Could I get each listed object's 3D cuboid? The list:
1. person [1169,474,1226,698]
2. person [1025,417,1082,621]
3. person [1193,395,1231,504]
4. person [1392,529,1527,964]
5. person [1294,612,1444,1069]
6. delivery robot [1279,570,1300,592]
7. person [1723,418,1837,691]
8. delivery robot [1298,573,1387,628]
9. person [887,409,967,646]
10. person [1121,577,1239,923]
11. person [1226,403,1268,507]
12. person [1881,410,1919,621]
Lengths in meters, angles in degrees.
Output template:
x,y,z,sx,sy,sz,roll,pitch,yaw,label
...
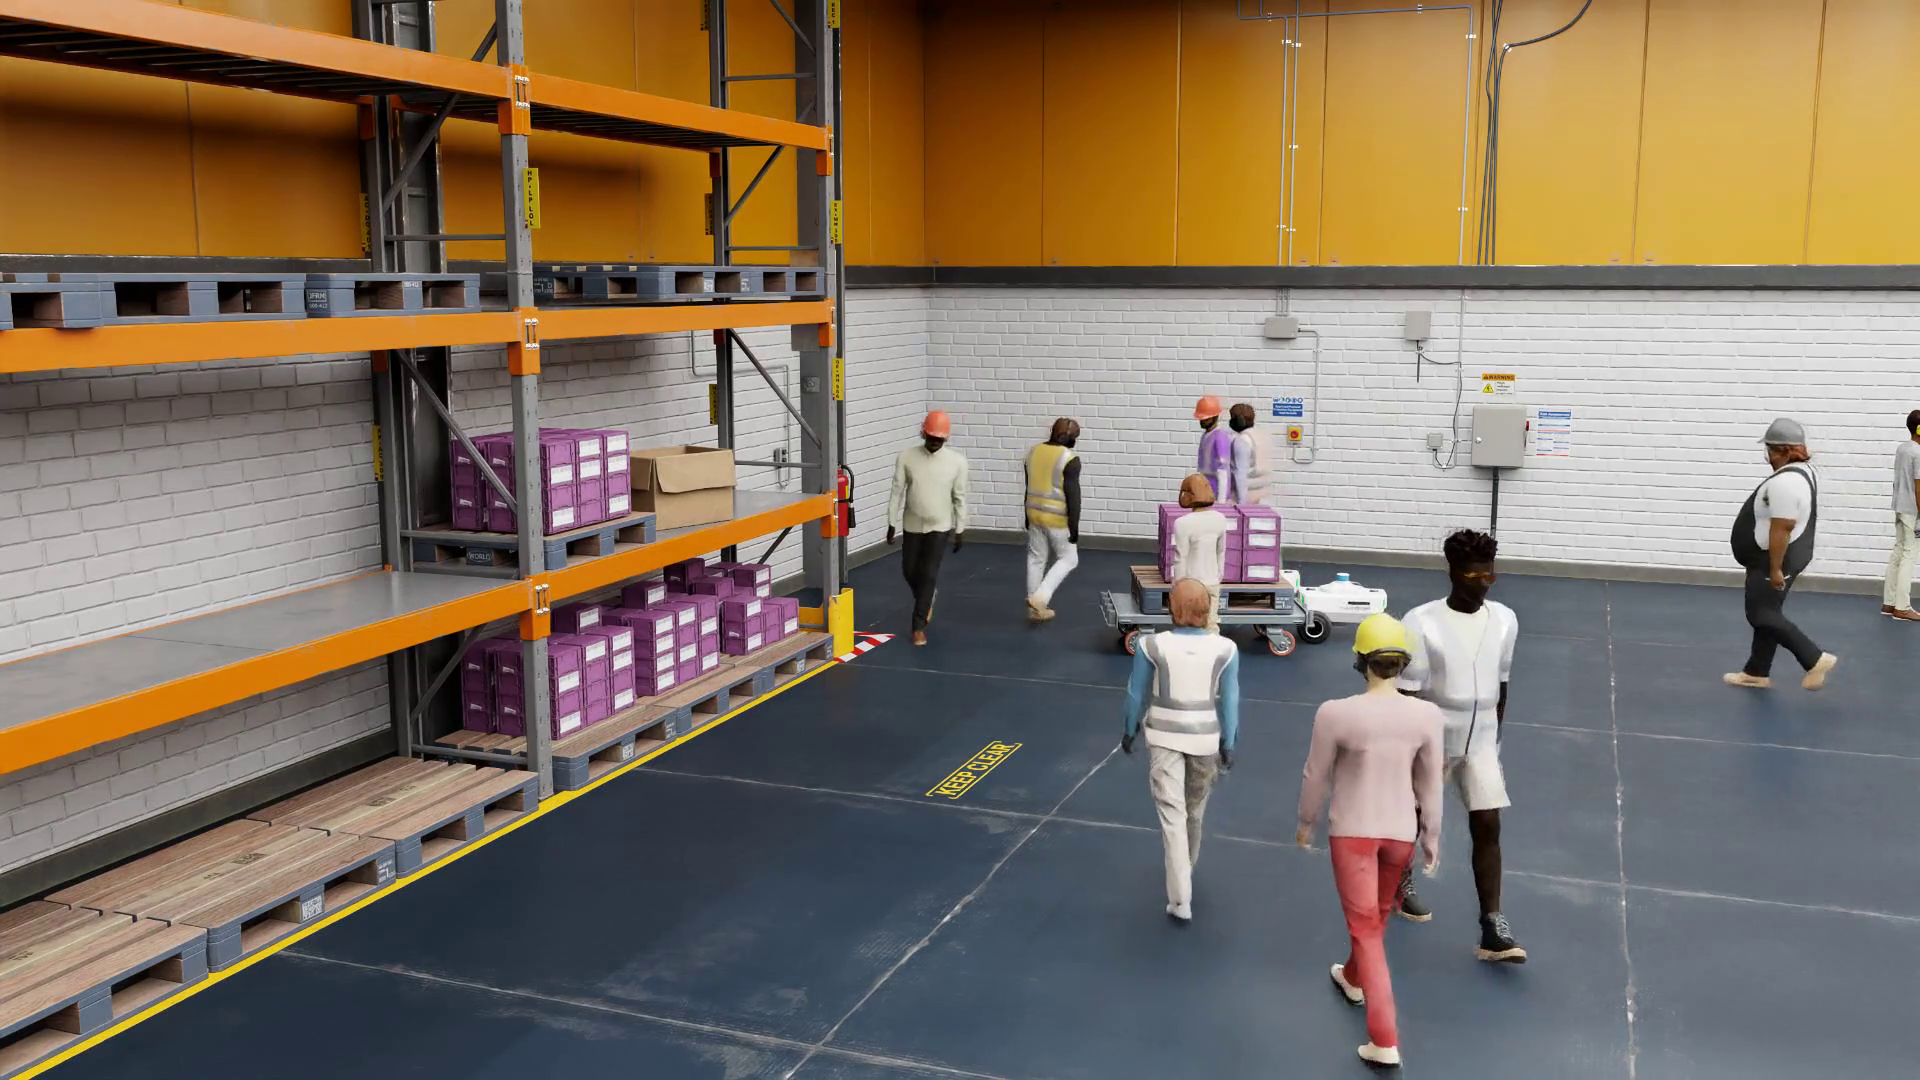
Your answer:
x,y,z,sx,sy,sz,roll,pitch,yaw,label
1.689,0.343,11.840,0.507,1.630,0.268,-7,12,-38,person
0.776,-0.162,14.456,0.490,1.808,0.715,-9,13,-44,person
2.368,-0.433,15.840,0.475,1.906,0.601,-1,9,-5,person
2.235,0.893,7.517,0.614,1.922,1.001,-2,9,-12,person
1.623,1.141,6.569,0.528,1.722,0.906,-2,9,-12,person
2.635,0.379,14.692,0.707,0.478,0.477,1,9,8,delivery robot
5.964,0.110,12.024,0.729,2.000,0.692,7,12,38,person
3.173,0.519,13.814,0.707,0.478,0.477,1,9,8,delivery robot
-0.266,-0.137,13.894,0.664,1.950,0.799,1,9,5,person
1.059,0.972,8.007,0.527,1.593,0.851,-1,9,-4,person
2.706,-0.433,16.210,0.935,1.791,0.634,6,11,33,person
8.402,-0.223,14.667,0.323,1.866,0.528,1,9,8,person
